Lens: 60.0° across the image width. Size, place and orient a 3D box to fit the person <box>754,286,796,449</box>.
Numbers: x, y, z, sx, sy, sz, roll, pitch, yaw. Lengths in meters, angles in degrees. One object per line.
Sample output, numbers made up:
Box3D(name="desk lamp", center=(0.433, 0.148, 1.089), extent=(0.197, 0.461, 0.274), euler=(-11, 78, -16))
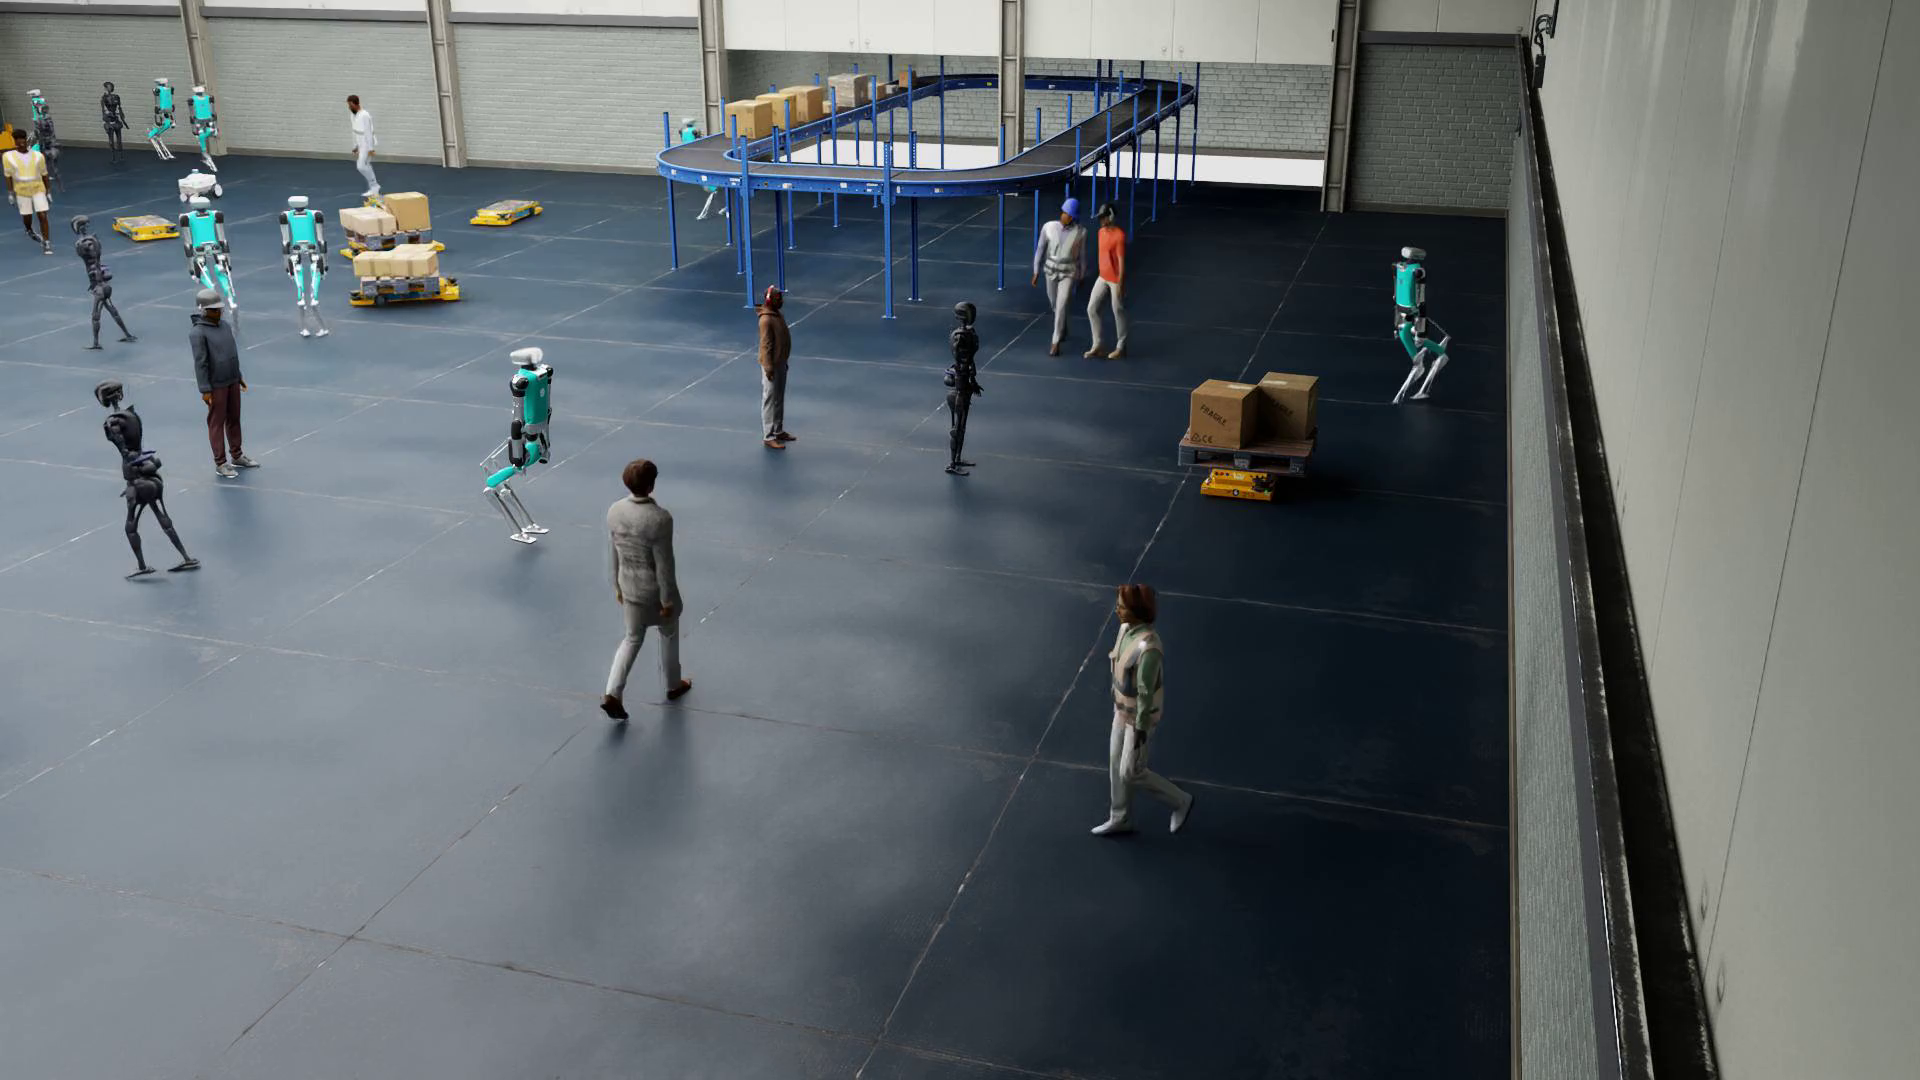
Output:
Box3D(name="person", center=(-1.883, -1.758, 16.810), extent=(0.326, 1.651, 0.471), euler=(6, 22, 15))

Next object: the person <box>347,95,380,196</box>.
Box3D(name="person", center=(-11.069, -7.302, 30.872), extent=(0.494, 1.884, 0.722), euler=(-18, 27, -39))

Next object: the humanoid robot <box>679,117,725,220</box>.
Box3D(name="humanoid robot", center=(-4.401, -6.428, 28.914), extent=(0.837, 1.855, 0.562), euler=(-20, 28, -41))

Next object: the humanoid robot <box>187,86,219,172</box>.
Box3D(name="humanoid robot", center=(-15.480, -8.367, 33.895), extent=(0.543, 1.768, 1.038), euler=(-18, 28, -39))

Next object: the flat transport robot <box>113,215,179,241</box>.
Box3D(name="flat transport robot", center=(-13.534, -5.185, 27.625), extent=(0.659, 0.231, 1.431), euler=(-17, 27, -37))

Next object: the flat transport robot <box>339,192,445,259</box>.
Box3D(name="flat transport robot", center=(-8.947, -4.620, 26.160), extent=(1.431, 0.231, 0.659), euler=(-15, 26, -34))

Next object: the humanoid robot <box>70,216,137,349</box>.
Box3D(name="humanoid robot", center=(-10.636, -3.183, 20.504), extent=(0.688, 1.629, 0.609), euler=(-15, 26, -34))

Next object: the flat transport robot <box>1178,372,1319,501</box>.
Box3D(name="flat transport robot", center=(2.769, -0.708, 16.015), extent=(0.659, 0.231, 1.431), euler=(6, 22, 16))

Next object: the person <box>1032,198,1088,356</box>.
Box3D(name="person", center=(1.262, -3.278, 20.439), extent=(0.630, 1.882, 0.973), euler=(8, 22, 19))

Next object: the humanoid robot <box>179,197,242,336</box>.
Box3D(name="humanoid robot", center=(-9.357, -3.326, 20.920), extent=(0.538, 1.899, 0.726), euler=(-17, 27, -38))

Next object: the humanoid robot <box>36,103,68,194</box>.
Box3D(name="humanoid robot", center=(-17.192, -7.361, 31.314), extent=(0.602, 1.654, 0.431), euler=(16, 26, 35))

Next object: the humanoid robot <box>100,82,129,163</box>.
Box3D(name="humanoid robot", center=(-17.829, -8.808, 35.048), extent=(0.315, 1.655, 0.599), euler=(6, 22, 16))

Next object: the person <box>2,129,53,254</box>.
Box3D(name="person", center=(-14.606, -5.486, 26.090), extent=(0.611, 1.939, 0.730), euler=(-13, 25, -31))

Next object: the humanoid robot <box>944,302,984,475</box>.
Box3D(name="humanoid robot", center=(0.032, -1.484, 16.052), extent=(0.315, 1.655, 0.599), euler=(6, 22, 16))

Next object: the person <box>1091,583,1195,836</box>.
Box3D(name="person", center=(1.068, 1.007, 9.665), extent=(0.498, 1.623, 0.520), euler=(-5, 22, -12))

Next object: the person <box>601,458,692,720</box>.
Box3D(name="person", center=(-2.146, 0.333, 11.185), extent=(0.513, 1.806, 0.815), euler=(9, 23, 21))

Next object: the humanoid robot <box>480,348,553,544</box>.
Box3D(name="humanoid robot", center=(-3.792, -0.817, 14.075), extent=(0.735, 1.673, 0.533), euler=(6, 22, 16))

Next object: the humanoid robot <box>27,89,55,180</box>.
Box3D(name="humanoid robot", center=(-18.198, -7.886, 32.696), extent=(0.646, 1.877, 0.544), euler=(-7, 22, -17))

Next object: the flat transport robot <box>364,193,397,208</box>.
Box3D(name="flat transport robot", center=(-10.102, -5.981, 29.692), extent=(0.659, 0.231, 1.431), euler=(-14, 25, -32))

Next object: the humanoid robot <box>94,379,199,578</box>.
Box3D(name="humanoid robot", center=(-6.646, -0.511, 13.579), extent=(0.568, 1.623, 0.624), euler=(-5, 22, -14))

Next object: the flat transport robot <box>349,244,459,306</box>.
Box3D(name="flat transport robot", center=(-7.725, -3.455, 23.139), extent=(1.431, 0.231, 0.659), euler=(-6, 22, -16))

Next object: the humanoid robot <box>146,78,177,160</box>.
Box3D(name="humanoid robot", center=(-16.806, -8.832, 34.866), extent=(0.735, 1.673, 0.533), euler=(6, 22, 16))

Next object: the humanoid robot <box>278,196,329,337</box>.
Box3D(name="humanoid robot", center=(-8.231, -3.413, 20.922), extent=(0.530, 1.737, 0.724), euler=(-6, 22, -15))

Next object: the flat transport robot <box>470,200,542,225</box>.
Box3D(name="flat transport robot", center=(-7.894, -5.700, 28.963), extent=(0.659, 0.231, 1.431), euler=(4, 22, 11))

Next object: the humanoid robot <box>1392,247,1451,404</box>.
Box3D(name="humanoid robot", center=(5.051, -2.312, 18.150), extent=(0.811, 1.794, 0.546), euler=(-7, 22, -18))

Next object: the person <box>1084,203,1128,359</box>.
Box3D(name="person", center=(1.752, -3.081, 19.911), extent=(0.704, 1.886, 0.547), euler=(-15, 26, -34))

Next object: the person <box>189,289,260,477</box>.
Box3D(name="person", center=(-7.103, -1.522, 15.976), extent=(0.369, 1.811, 0.554), euler=(6, 22, 15))

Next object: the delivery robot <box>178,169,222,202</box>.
Box3D(name="delivery robot", center=(-14.103, -6.553, 30.803), extent=(0.523, 0.614, 0.786), euler=(4, 22, 11))
